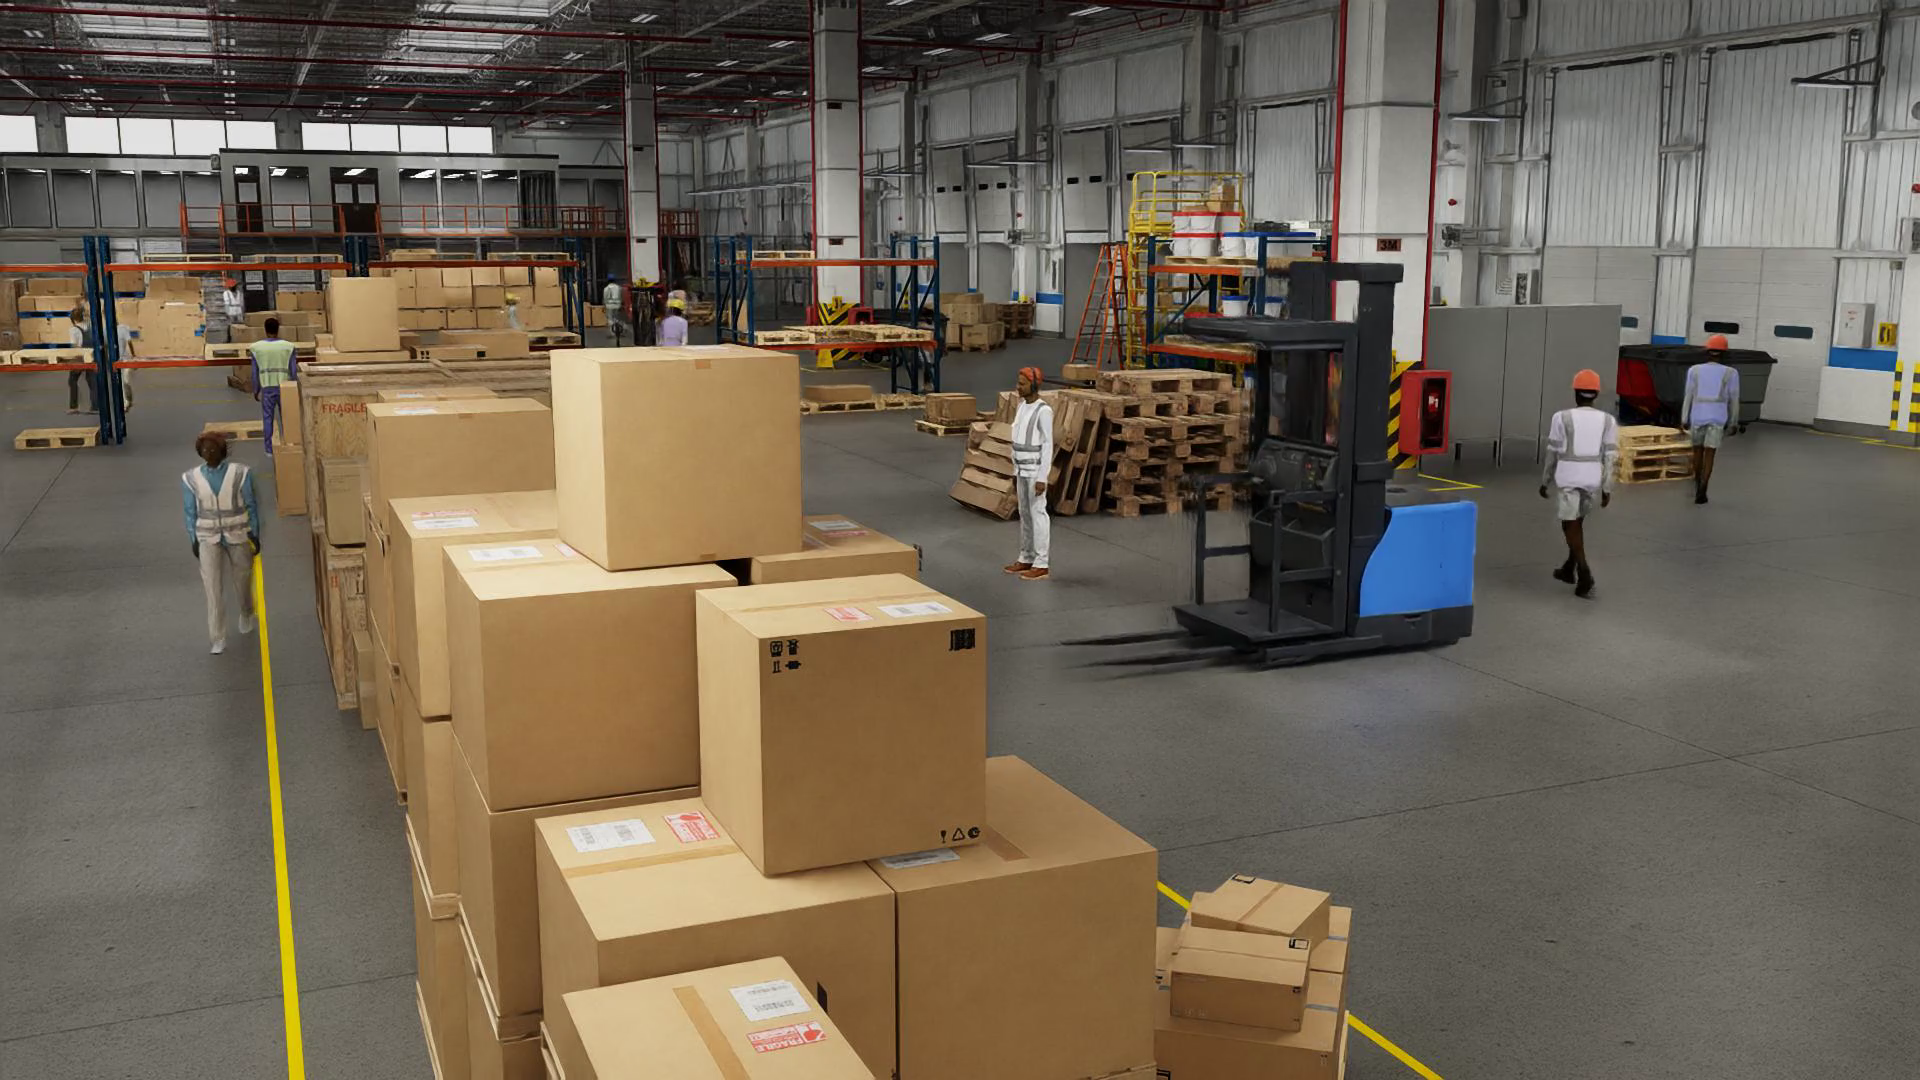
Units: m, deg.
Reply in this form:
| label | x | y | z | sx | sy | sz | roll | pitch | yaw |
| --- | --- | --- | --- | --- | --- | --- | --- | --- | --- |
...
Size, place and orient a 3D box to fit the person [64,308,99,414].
| label | x | y | z | sx | sy | sz | roll | pitch | yaw |
| --- | --- | --- | --- | --- | --- | --- | --- | --- | --- |
| person | -15.058 | -3.039 | 28.405 | 0.760 | 1.809 | 0.498 | 5 | 11 | 24 |

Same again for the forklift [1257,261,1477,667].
| label | x | y | z | sx | sy | sz | roll | pitch | yaw |
| --- | --- | --- | --- | --- | --- | --- | --- | --- | --- |
| forklift | 2.766 | -0.631 | 12.164 | 1.873 | 2.768 | 1.129 | -4 | 11 | -23 |

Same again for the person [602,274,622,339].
| label | x | y | z | sx | sy | sz | roll | pitch | yaw |
| --- | --- | --- | --- | --- | --- | --- | --- | --- | --- |
| person | -10.434 | -6.983 | 49.819 | 0.509 | 1.918 | 0.607 | 9 | 13 | 39 |

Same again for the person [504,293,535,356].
| label | x | y | z | sx | sy | sz | roll | pitch | yaw |
| --- | --- | --- | --- | --- | --- | --- | --- | --- | --- |
| person | -10.612 | -5.042 | 39.720 | 0.847 | 1.711 | 0.492 | -3 | 11 | -16 |

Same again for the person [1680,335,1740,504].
| label | x | y | z | sx | sy | sz | roll | pitch | yaw |
| --- | --- | --- | --- | --- | --- | --- | --- | --- | --- |
| person | 8.628 | -1.393 | 19.077 | 0.574 | 1.886 | 0.971 | 7 | 12 | 34 |

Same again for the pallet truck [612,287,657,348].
| label | x | y | z | sx | sy | sz | roll | pitch | yaw |
| --- | --- | --- | --- | --- | --- | --- | --- | --- | --- |
| pallet truck | -6.464 | -4.406 | 35.401 | 0.823 | 1.965 | 1.885 | 6 | 12 | 32 |

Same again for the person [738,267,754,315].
| label | x | y | z | sx | sy | sz | roll | pitch | yaw |
| --- | --- | --- | --- | --- | --- | --- | --- | --- | --- |
| person | -8.487 | -9.868 | 65.782 | 0.611 | 1.889 | 0.875 | -4 | 11 | -19 |

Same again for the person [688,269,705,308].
| label | x | y | z | sx | sy | sz | roll | pitch | yaw |
| --- | --- | --- | --- | --- | --- | --- | --- | --- | --- |
| person | -10.354 | -9.707 | 65.200 | 0.953 | 1.792 | 0.634 | 6 | 12 | 29 |

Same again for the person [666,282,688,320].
| label | x | y | z | sx | sy | sz | roll | pitch | yaw |
| --- | --- | --- | --- | --- | --- | --- | --- | --- | --- |
| person | -7.948 | -6.349 | 46.688 | 0.953 | 1.795 | 0.643 | 10 | 14 | 42 |

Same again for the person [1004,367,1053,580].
| label | x | y | z | sx | sy | sz | roll | pitch | yaw |
| --- | --- | --- | --- | --- | --- | --- | --- | --- | --- |
| person | 0.622 | -0.588 | 14.684 | 0.355 | 1.881 | 0.591 | -4 | 11 | -23 |

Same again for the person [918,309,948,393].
| label | x | y | z | sx | sy | sz | roll | pitch | yaw |
| --- | --- | --- | --- | --- | --- | --- | --- | --- | --- |
| person | -0.562 | -3.658 | 32.226 | 0.551 | 1.633 | 0.889 | -5 | 12 | -27 |

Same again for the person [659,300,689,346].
| label | x | y | z | sx | sy | sz | roll | pitch | yaw |
| --- | --- | --- | --- | --- | --- | --- | --- | --- | --- |
| person | -5.295 | -3.493 | 30.749 | 0.715 | 1.855 | 1.001 | 4 | 11 | 22 |

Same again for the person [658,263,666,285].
| label | x | y | z | sx | sy | sz | roll | pitch | yaw |
| --- | --- | --- | --- | --- | --- | --- | --- | --- | --- |
| person | -13.353 | -11.374 | 73.855 | 0.624 | 1.982 | 0.413 | -1 | 10 | -4 |

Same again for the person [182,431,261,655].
| label | x | y | z | sx | sy | sz | roll | pitch | yaw |
| --- | --- | --- | --- | --- | --- | --- | --- | --- | --- |
| person | -5.441 | -0.022 | 12.310 | 0.512 | 1.612 | 0.789 | -3 | 11 | -18 |

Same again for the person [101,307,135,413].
| label | x | y | z | sx | sy | sz | roll | pitch | yaw |
| --- | --- | --- | --- | --- | --- | --- | --- | --- | --- |
| person | -14.532 | -3.123 | 28.775 | 0.549 | 1.834 | 0.579 | -2 | 10 | -10 |

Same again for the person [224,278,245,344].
| label | x | y | z | sx | sy | sz | roll | pitch | yaw |
| --- | --- | --- | --- | --- | --- | --- | --- | --- | --- |
| person | -20.163 | -6.318 | 46.215 | 0.548 | 1.904 | 0.854 | -10 | 14 | -43 |

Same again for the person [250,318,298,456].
| label | x | y | z | sx | sy | sz | roll | pitch | yaw |
| --- | --- | --- | --- | --- | --- | --- | --- | --- | --- |
| person | -9.434 | -2.098 | 22.943 | 0.593 | 1.908 | 0.413 | -4 | 11 | -21 |

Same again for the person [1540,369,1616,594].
| label | x | y | z | sx | sy | sz | roll | pitch | yaw |
| --- | --- | --- | --- | --- | --- | --- | --- | --- | --- |
| person | 5.297 | -0.505 | 14.186 | 0.543 | 1.904 | 0.917 | -1 | 10 | -5 |
